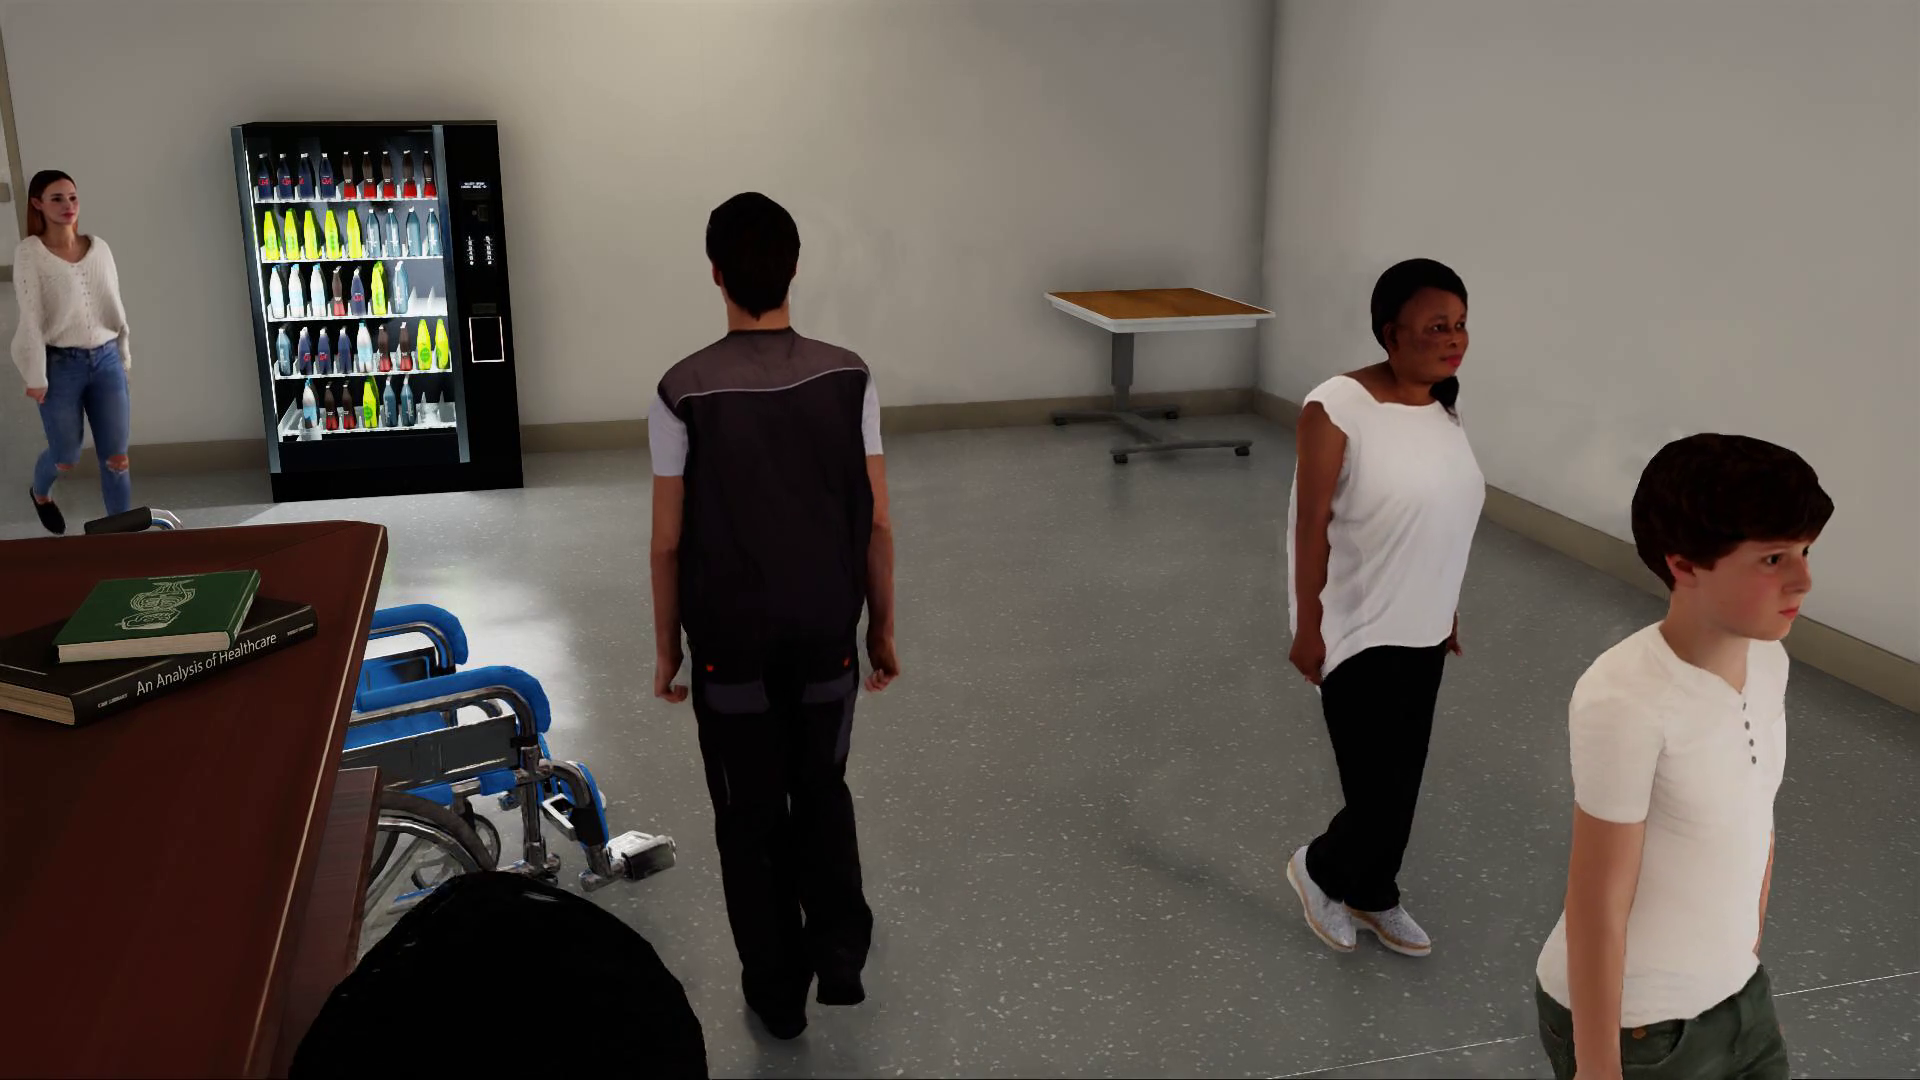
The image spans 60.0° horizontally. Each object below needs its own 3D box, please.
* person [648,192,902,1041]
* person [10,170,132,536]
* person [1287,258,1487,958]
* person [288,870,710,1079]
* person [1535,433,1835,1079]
[{"bbox_3d":[-0.357,0.235,3.449,0.670,1.835,0.756,-6,17,-19],"label":"person"},{"bbox_3d":[-3.810,-0.706,7.095,1.078,1.669,1.058,11,19,33],"label":"person"},{"bbox_3d":[0.965,0.172,3.956,0.684,1.680,0.815,-11,19,-35],"label":"person"},{"bbox_3d":[-0.274,0.979,1.051,0.595,1.704,0.724,-2,16,-8],"label":"person"},{"bbox_3d":[0.915,0.639,2.363,0.756,1.646,0.779,-11,19,-35],"label":"person"}]
